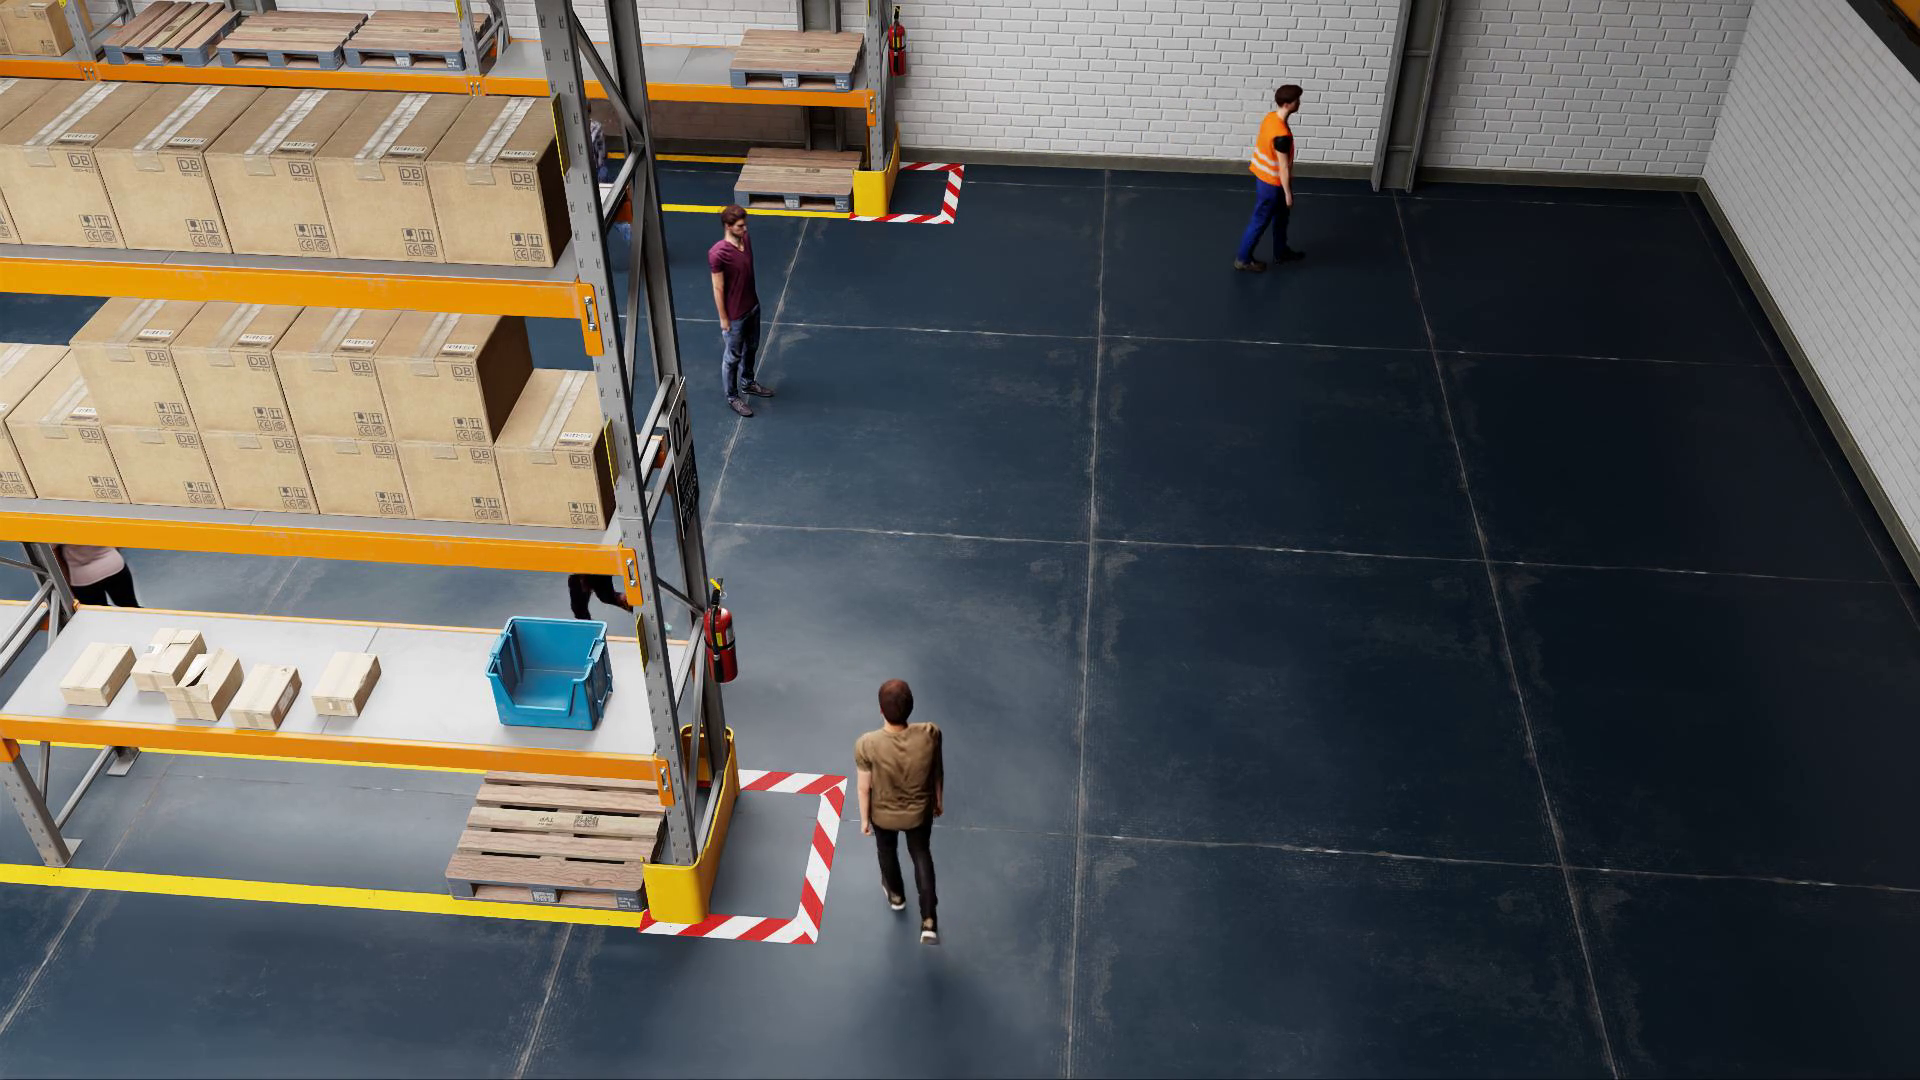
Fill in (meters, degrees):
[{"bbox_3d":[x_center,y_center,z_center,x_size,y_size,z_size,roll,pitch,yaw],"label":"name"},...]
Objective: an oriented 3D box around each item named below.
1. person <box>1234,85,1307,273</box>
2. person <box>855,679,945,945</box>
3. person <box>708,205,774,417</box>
[{"bbox_3d":[2.819,-3.352,15.534,0.969,1.862,0.761,-1,39,-1],"label":"person"},{"bbox_3d":[-0.319,1.577,9.385,1.078,1.833,0.956,-10,40,-12],"label":"person"},{"bbox_3d":[-1.841,-1.938,13.775,0.692,1.848,0.729,18,42,21],"label":"person"}]
